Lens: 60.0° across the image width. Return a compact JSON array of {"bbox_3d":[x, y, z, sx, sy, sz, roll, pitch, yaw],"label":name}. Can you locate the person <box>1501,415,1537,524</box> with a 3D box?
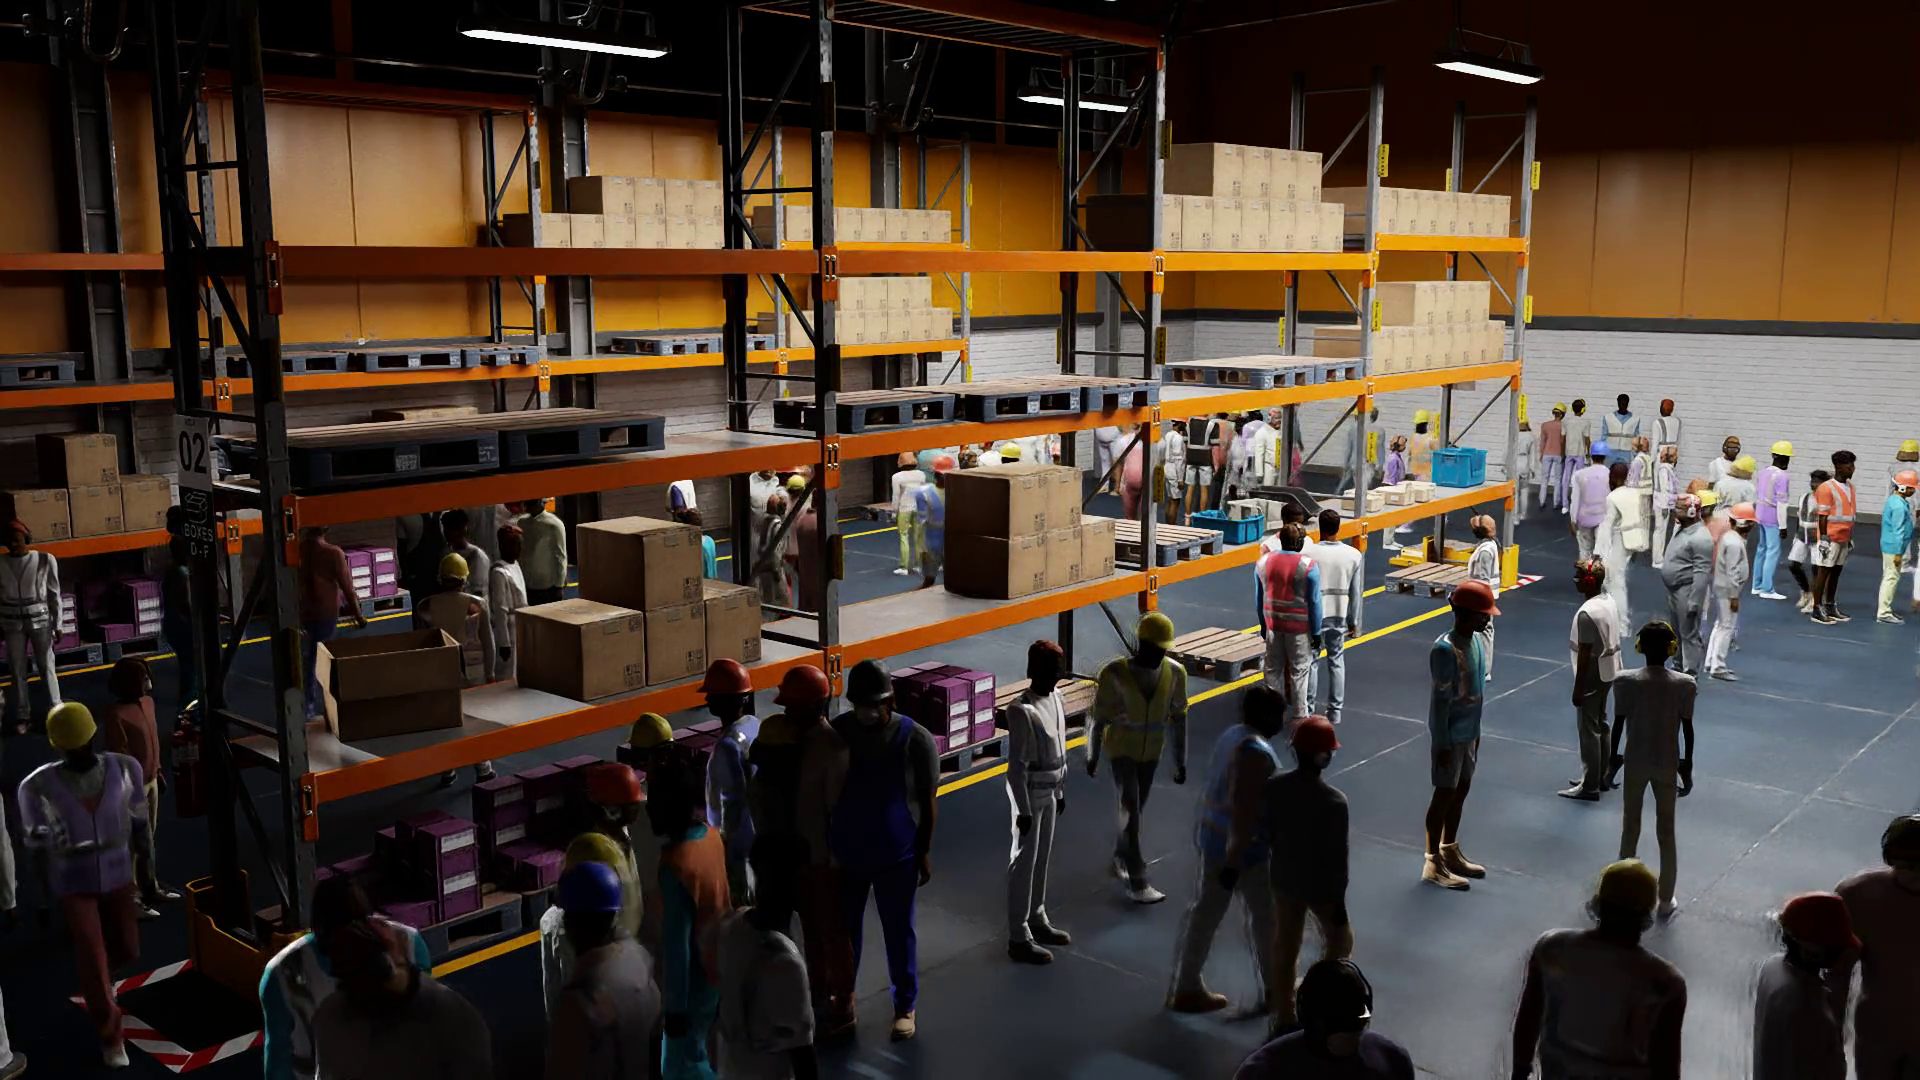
[{"bbox_3d":[8.694,-1.121,25.930,0.487,1.710,0.678,1,10,5],"label":"person"}]

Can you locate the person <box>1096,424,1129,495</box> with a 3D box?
[{"bbox_3d":[2.624,-1.799,29.026,0.536,2.000,0.681,-8,12,-39],"label":"person"}]

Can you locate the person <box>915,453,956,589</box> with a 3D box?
[{"bbox_3d":[-0.235,0.027,18.212,0.598,2.013,0.825,-4,10,-22],"label":"person"}]

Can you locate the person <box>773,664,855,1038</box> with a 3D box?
[{"bbox_3d":[-0.780,1.620,8.789,0.408,1.985,0.620,-6,11,-31],"label":"person"}]

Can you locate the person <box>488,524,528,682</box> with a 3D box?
[{"bbox_3d":[-3.780,0.803,13.968,0.354,1.881,0.576,0,10,-3],"label":"person"}]

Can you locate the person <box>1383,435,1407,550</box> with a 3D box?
[{"bbox_3d":[6.132,-0.667,23.497,0.313,1.631,0.525,3,10,16],"label":"person"}]

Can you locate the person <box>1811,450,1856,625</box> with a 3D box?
[{"bbox_3d":[9.872,-0.040,18.742,0.606,1.967,0.367,-6,11,-33],"label":"person"}]

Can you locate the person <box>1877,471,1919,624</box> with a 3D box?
[{"bbox_3d":[10.559,0.079,18.725,0.354,1.737,0.573,4,10,23],"label":"person"}]

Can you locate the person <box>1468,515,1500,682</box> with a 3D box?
[{"bbox_3d":[5.067,0.562,16.127,0.310,1.639,0.514,3,10,20],"label":"person"}]

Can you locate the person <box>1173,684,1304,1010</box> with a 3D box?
[{"bbox_3d":[1.564,1.678,9.054,0.889,1.778,0.640,-2,10,-11],"label":"person"}]

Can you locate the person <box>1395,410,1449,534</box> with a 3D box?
[{"bbox_3d":[6.992,-1.035,24.986,0.992,1.874,0.594,-3,10,-19],"label":"person"}]

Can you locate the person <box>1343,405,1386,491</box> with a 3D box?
[{"bbox_3d":[6.168,-1.128,25.514,0.961,1.890,0.653,-9,13,-44],"label":"person"}]

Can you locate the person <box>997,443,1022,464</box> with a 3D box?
[{"bbox_3d":[0.615,-0.196,19.783,0.352,1.929,0.594,6,11,31],"label":"person"}]

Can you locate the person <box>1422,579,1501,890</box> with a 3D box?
[{"bbox_3d":[3.278,1.253,10.853,0.406,2.031,0.612,8,12,38],"label":"person"}]

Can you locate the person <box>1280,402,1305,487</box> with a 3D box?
[{"bbox_3d":[5.652,-1.599,28.075,0.747,1.961,0.633,2,10,9],"label":"person"}]

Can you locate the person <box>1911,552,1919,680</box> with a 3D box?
[{"bbox_3d":[9.280,0.530,15.630,0.605,1.870,0.550,3,10,20],"label":"person"}]

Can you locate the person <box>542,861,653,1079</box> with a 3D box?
[{"bbox_3d":[-1.370,2.113,6.036,0.507,1.911,0.665,1,10,8],"label":"person"}]

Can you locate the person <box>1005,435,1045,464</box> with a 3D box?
[{"bbox_3d":[0.959,-1.031,24.815,0.640,1.921,0.542,1,10,8],"label":"person"}]

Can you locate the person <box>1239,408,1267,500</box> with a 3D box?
[{"bbox_3d":[4.584,-1.218,25.949,0.592,1.912,0.399,-7,12,-36],"label":"person"}]

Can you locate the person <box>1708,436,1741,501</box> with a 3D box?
[{"bbox_3d":[9.898,-0.433,21.499,0.501,1.838,0.350,0,10,-1],"label":"person"}]

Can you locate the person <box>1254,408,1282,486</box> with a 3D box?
[{"bbox_3d":[4.698,-1.040,24.940,0.652,1.896,0.402,-7,12,-36],"label":"person"}]

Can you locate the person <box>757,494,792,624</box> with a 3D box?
[{"bbox_3d":[-1.985,0.316,17.650,0.376,1.611,0.536,-4,11,-25],"label":"person"}]

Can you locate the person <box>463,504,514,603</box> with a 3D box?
[{"bbox_3d":[-4.983,0.091,17.741,0.695,2.000,0.536,-1,10,-4],"label":"person"}]

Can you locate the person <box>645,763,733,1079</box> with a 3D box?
[{"bbox_3d":[-1.101,1.912,7.312,0.612,1.896,0.618,1,10,5],"label":"person"}]

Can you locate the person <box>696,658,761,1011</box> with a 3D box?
[{"bbox_3d":[-1.247,1.594,9.073,0.357,1.937,0.551,1,10,6],"label":"person"}]

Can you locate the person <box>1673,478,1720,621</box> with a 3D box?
[{"bbox_3d":[8.321,0.114,18.841,0.504,1.626,0.277,0,10,-1],"label":"person"}]

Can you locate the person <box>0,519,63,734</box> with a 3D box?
[{"bbox_3d":[-8.055,0.744,14.341,0.578,1.879,0.368,-3,10,-20],"label":"person"}]

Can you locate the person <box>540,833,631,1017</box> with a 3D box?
[{"bbox_3d":[-1.504,2.056,6.897,0.484,1.744,0.295,5,11,30],"label":"person"}]

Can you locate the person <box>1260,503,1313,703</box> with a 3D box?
[{"bbox_3d":[2.963,0.596,15.132,0.599,1.909,0.402,-6,11,-32],"label":"person"}]

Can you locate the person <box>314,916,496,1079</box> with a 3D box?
[{"bbox_3d":[-1.901,2.185,5.766,0.688,1.877,0.457,2,10,10],"label":"person"}]

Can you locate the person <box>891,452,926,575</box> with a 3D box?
[{"bbox_3d":[-0.671,-0.358,21.638,0.499,1.633,0.289,-6,11,-33],"label":"person"}]

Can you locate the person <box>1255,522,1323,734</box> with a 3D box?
[{"bbox_3d":[2.854,0.755,14.373,0.626,1.844,0.429,8,12,39],"label":"person"}]

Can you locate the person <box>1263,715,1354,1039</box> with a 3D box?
[{"bbox_3d":[1.879,1.755,8.707,0.592,1.735,0.593,-7,12,-36],"label":"person"}]

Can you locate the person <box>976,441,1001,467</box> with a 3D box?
[{"bbox_3d":[0.378,-0.534,22.041,0.378,1.848,0.569,4,10,23],"label":"person"}]

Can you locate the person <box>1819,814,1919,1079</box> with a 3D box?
[{"bbox_3d":[3.740,2.025,6.604,0.643,1.903,0.817,7,12,36],"label":"person"}]

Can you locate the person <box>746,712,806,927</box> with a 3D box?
[{"bbox_3d":[-0.956,1.752,8.750,0.322,1.737,0.488,1,10,4],"label":"person"}]

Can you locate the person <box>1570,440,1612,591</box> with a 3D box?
[{"bbox_3d":[7.731,-0.253,20.185,0.623,1.918,0.894,3,10,17],"label":"person"}]

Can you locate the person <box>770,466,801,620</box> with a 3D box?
[{"bbox_3d":[-1.924,0.029,18.414,0.361,1.939,0.543,-3,10,-16],"label":"person"}]

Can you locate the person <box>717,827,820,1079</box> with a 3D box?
[{"bbox_3d":[-0.700,2.057,6.291,0.428,1.944,0.652,-4,10,-20],"label":"person"}]

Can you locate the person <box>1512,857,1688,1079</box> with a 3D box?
[{"bbox_3d":[2.399,2.120,6.363,0.642,1.794,0.762,7,12,36],"label":"person"}]

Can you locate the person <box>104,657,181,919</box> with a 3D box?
[{"bbox_3d":[-5.116,1.528,10.367,0.286,1.636,0.498,0,10,-1],"label":"person"}]

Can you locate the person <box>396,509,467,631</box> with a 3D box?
[{"bbox_3d":[-5.339,0.243,16.834,0.681,2.000,0.535,-4,10,-20],"label":"person"}]

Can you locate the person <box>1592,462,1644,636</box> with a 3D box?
[{"bbox_3d":[7.205,0.100,18.186,0.478,1.884,0.670,9,13,42],"label":"person"}]
